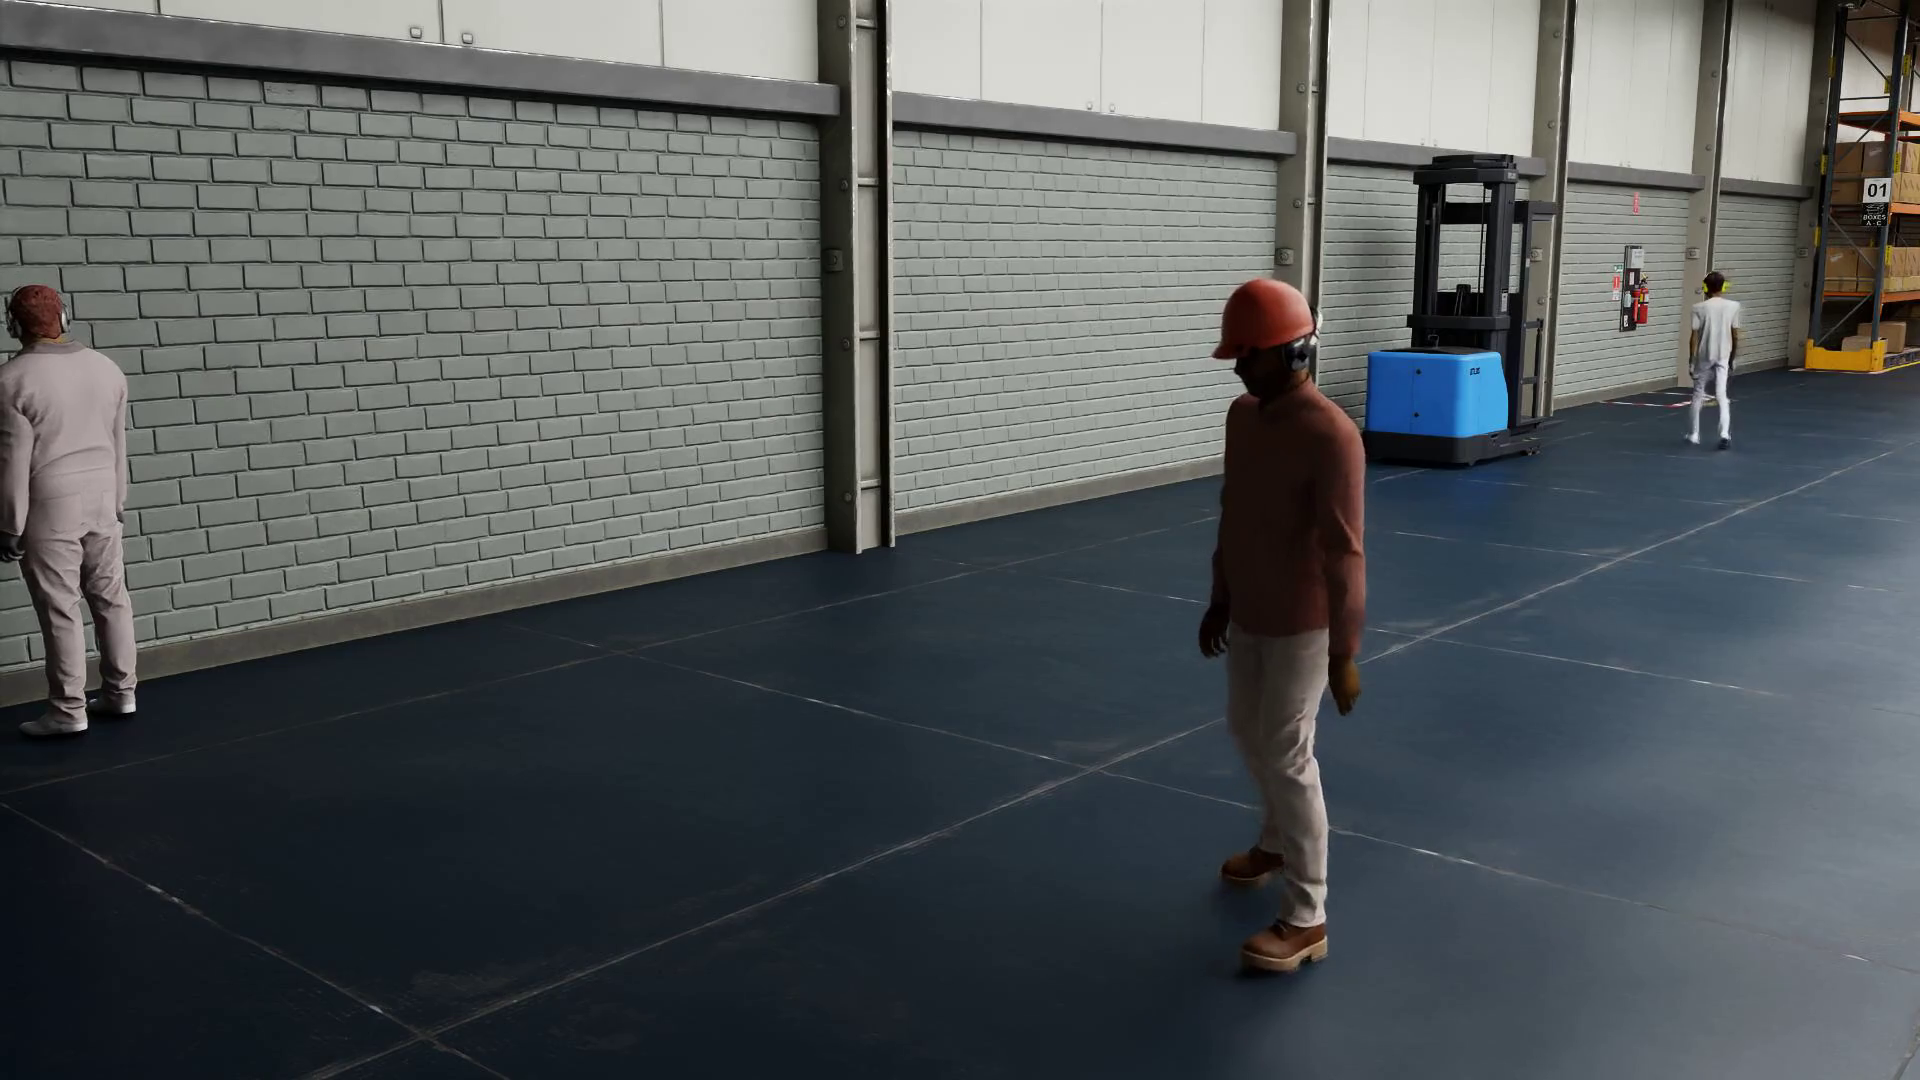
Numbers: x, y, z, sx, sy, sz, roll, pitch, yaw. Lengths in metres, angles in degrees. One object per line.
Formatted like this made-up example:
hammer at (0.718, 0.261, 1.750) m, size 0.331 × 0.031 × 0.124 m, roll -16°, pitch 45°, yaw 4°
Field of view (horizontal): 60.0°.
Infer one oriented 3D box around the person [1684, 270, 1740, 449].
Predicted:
person at (7.841, -1.882, 17.292) m, size 0.527 × 1.832 × 0.949 m, roll 2°, pitch 10°, yaw 12°

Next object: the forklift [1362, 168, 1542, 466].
forklift at (4.875, -2.212, 16.287) m, size 1.129 × 2.768 × 1.873 m, roll 8°, pitch 13°, yaw 40°

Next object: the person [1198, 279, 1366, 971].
person at (0.966, 0.221, 4.922) m, size 0.596 × 1.965 × 0.815 m, roll -3°, pitch 11°, yaw -19°

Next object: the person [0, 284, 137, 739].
person at (-3.822, -0.122, 7.051) m, size 0.402 × 1.904 × 0.639 m, roll 4°, pitch 11°, yaw 20°
